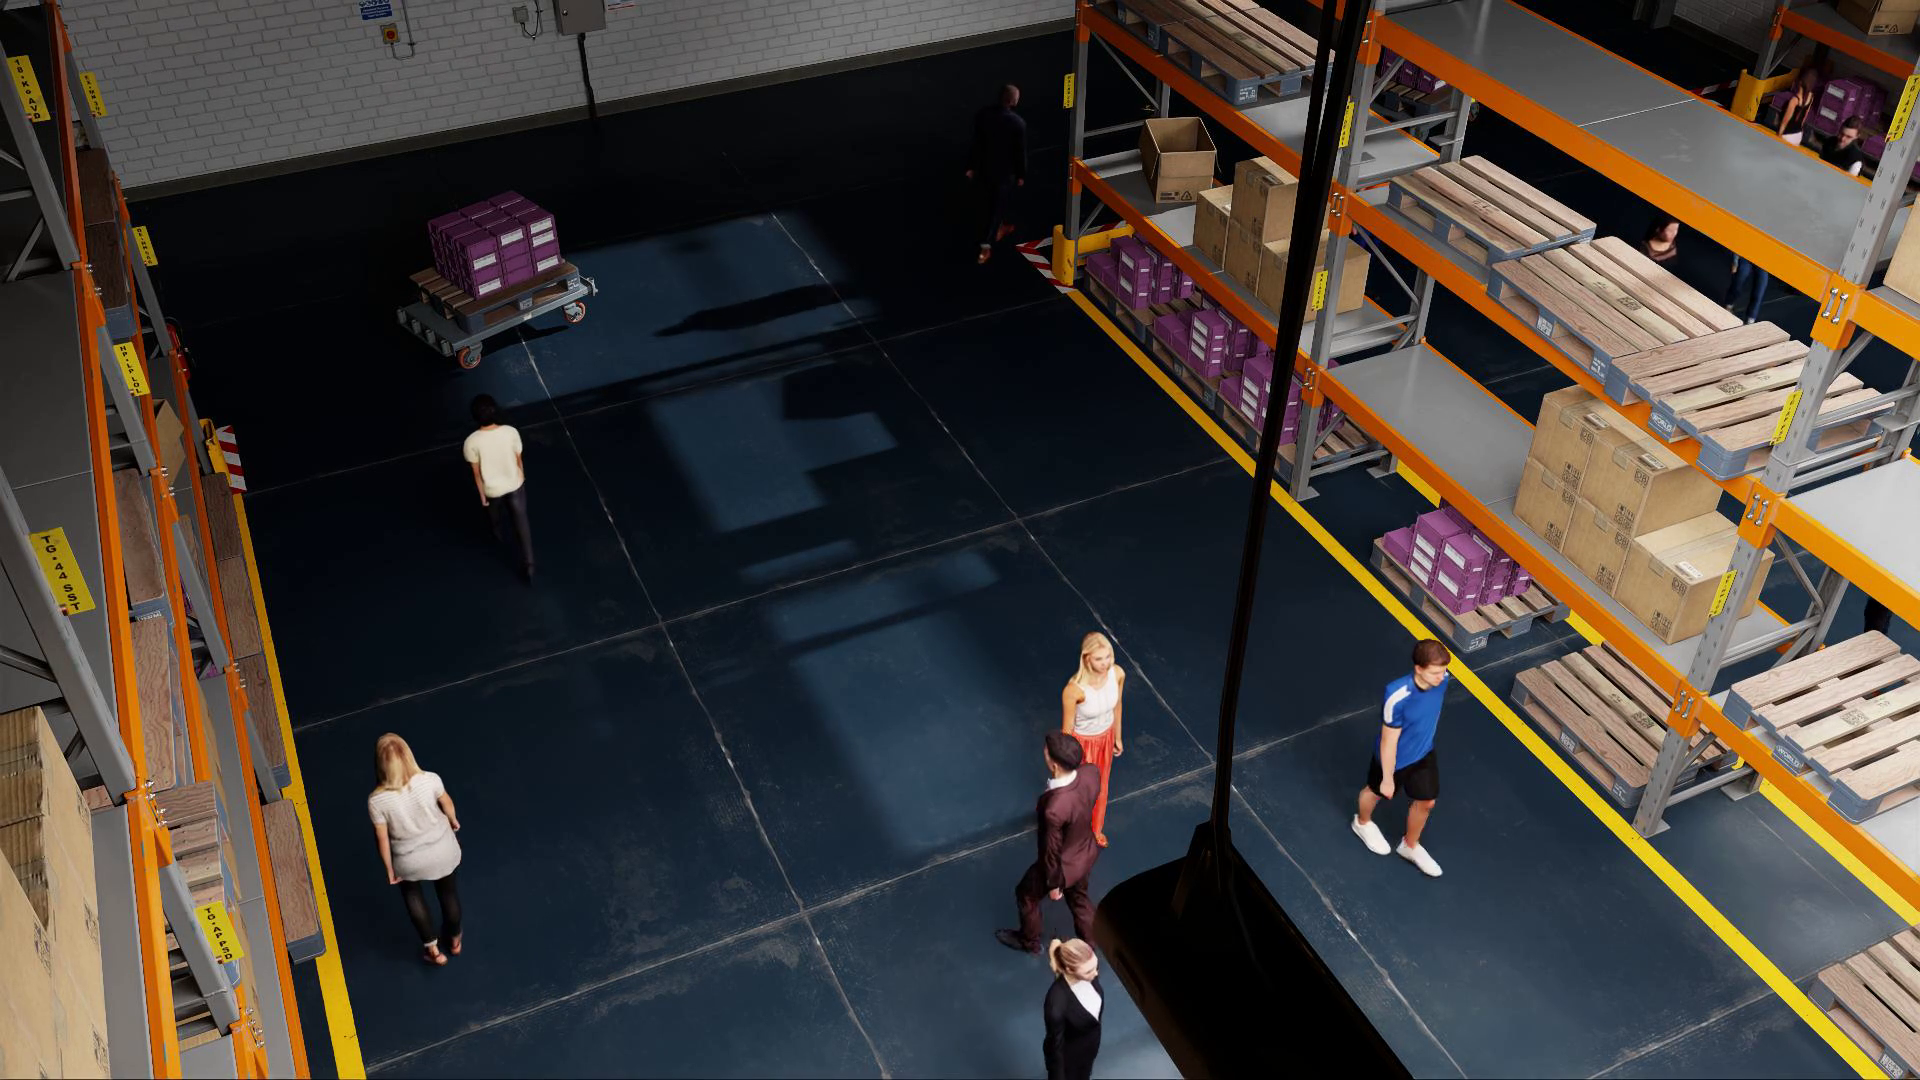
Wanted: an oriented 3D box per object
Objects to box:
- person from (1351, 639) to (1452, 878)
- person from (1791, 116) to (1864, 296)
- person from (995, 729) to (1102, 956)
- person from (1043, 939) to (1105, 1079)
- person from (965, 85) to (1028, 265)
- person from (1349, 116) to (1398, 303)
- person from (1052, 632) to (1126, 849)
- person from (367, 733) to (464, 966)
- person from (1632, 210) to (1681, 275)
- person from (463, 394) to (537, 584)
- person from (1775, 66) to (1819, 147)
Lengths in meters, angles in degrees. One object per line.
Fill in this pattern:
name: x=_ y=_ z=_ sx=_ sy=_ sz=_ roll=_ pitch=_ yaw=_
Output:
person: x=2.668 y=1.237 z=10.256 sx=0.746 sy=1.844 sz=0.924 roll=-22 pitch=43 yaw=-25
person: x=8.243 y=-3.206 z=15.848 sx=0.833 sy=1.809 sz=0.726 roll=3 pitch=39 yaw=4
person: x=0.671 y=1.840 z=9.502 sx=0.979 sy=1.843 sz=0.884 roll=29 pitch=47 yaw=31
person: x=0.543 y=2.624 z=8.633 sx=0.784 sy=1.703 sz=0.752 roll=23 pitch=44 yaw=26
person: x=0.338 y=-3.548 z=16.310 sx=1.211 sy=1.766 sz=1.206 roll=18 pitch=42 yaw=21
person: x=3.852 y=-3.098 z=15.648 sx=0.700 sy=1.889 sz=0.668 roll=-23 pitch=44 yaw=-26
person: x=0.785 y=1.257 z=10.266 sx=0.649 sy=1.801 sz=0.618 roll=-21 pitch=43 yaw=-25
person: x=-3.042 y=1.836 z=9.525 sx=0.636 sy=1.820 sz=0.596 roll=-19 pitch=42 yaw=-22
person: x=5.907 y=-2.149 z=14.632 sx=0.692 sy=1.674 sz=1.043 roll=-18 pitch=42 yaw=-21
person: x=-3.411 y=-0.354 z=12.491 sx=0.582 sy=1.541 sz=0.998 roll=-17 pitch=42 yaw=-20
person: x=8.589 y=-4.121 z=17.202 sx=0.514 sy=1.548 sz=0.832 roll=-17 pitch=42 yaw=-20
